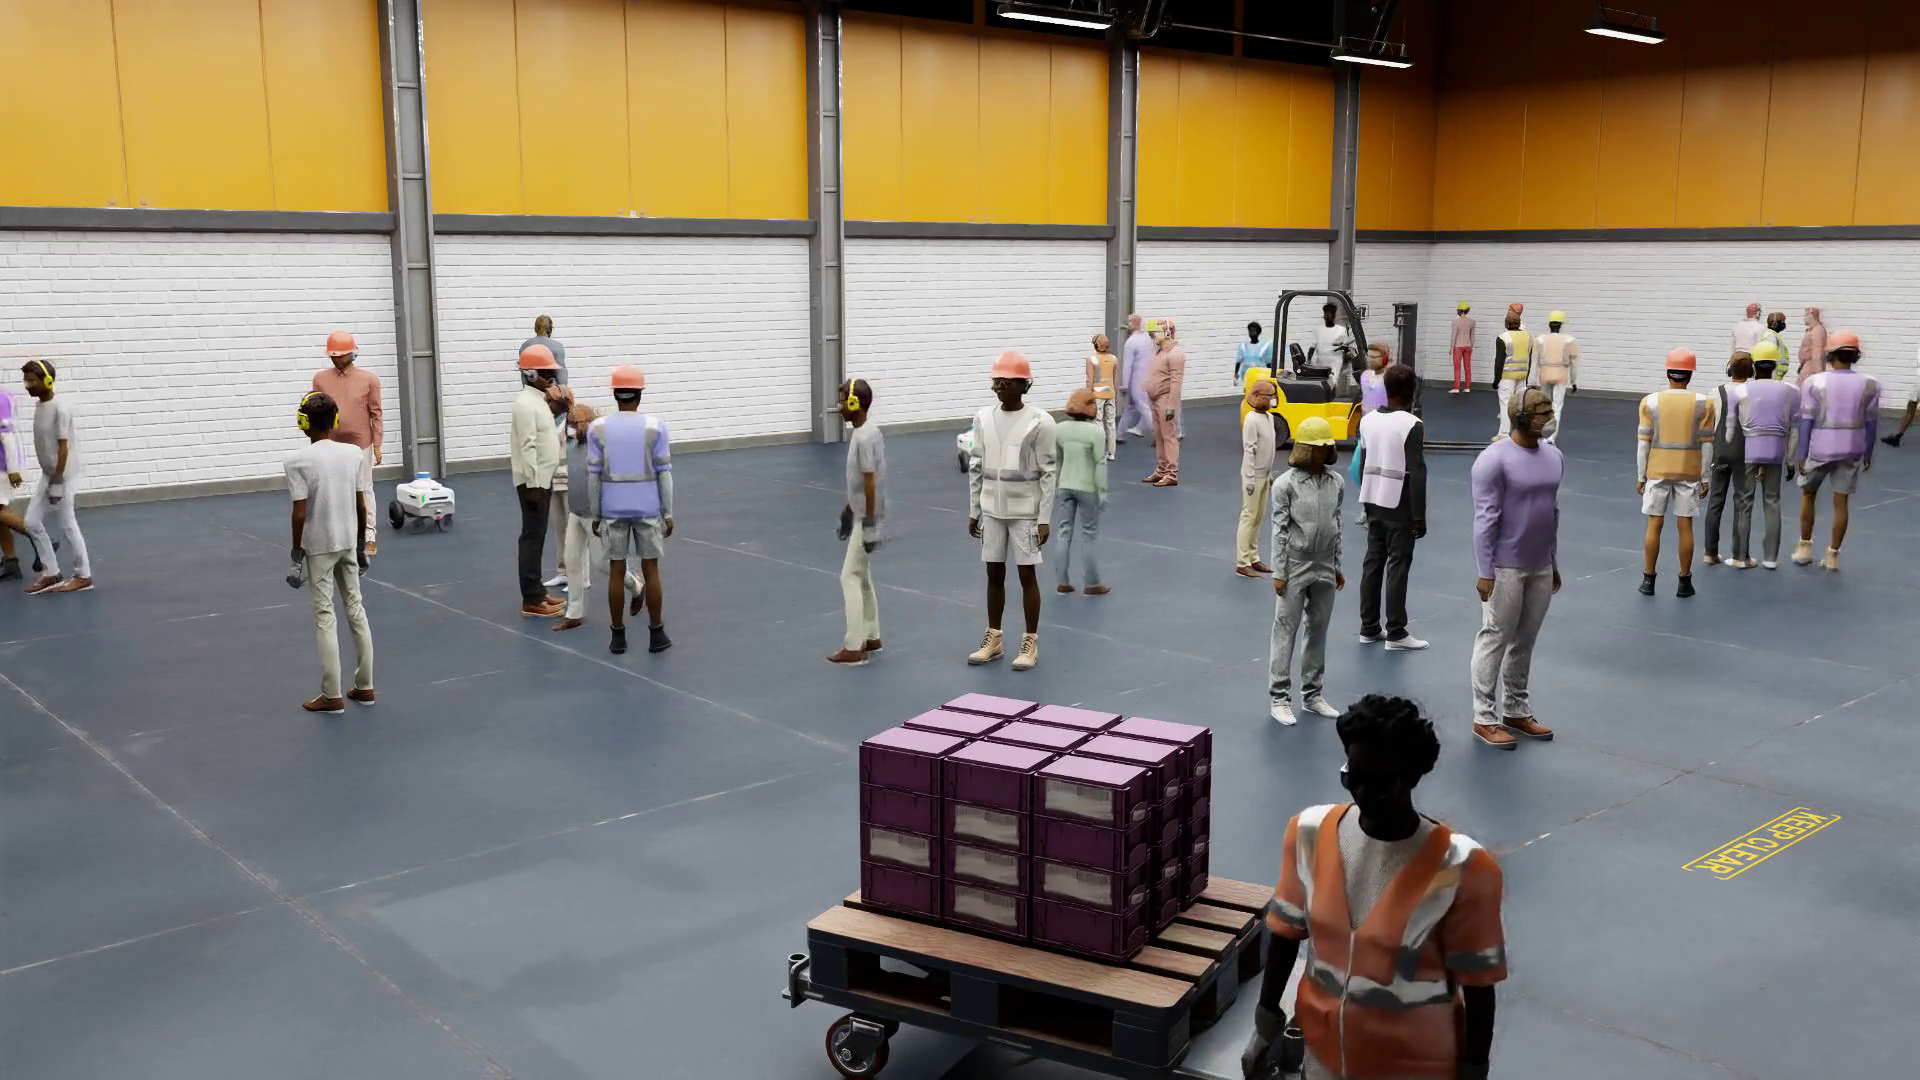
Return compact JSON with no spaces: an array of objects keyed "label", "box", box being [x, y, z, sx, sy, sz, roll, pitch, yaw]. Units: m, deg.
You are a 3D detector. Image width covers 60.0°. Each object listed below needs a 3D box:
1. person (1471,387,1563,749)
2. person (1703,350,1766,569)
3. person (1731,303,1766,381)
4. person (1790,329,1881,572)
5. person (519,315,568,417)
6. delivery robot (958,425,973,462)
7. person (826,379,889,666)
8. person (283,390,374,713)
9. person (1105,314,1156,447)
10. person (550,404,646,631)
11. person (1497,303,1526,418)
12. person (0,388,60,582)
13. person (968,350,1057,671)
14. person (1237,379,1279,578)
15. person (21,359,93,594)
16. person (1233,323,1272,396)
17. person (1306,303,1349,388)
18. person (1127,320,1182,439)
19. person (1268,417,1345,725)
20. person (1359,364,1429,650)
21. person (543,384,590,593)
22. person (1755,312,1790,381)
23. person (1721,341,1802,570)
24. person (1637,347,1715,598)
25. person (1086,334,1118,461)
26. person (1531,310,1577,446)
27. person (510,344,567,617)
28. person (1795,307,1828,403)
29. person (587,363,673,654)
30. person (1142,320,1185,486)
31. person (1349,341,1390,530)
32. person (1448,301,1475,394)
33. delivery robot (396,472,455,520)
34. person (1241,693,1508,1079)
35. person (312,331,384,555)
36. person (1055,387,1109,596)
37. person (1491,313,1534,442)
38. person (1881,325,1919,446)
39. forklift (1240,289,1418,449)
[{"label":"person","box":[3.016,0.146,8.984,0.636,1.940,0.365,-6,12,-32]},{"label":"person","box":[6.557,-0.676,14.067,0.336,1.846,0.514,-9,13,-41]},{"label":"person","box":[12.346,-2.741,25.979,0.407,1.905,0.653,-3,10,-17]},{"label":"person","box":[7.343,-0.752,13.990,0.622,2.030,0.576,3,10,15]},{"label":"person","box":[-4.988,-1.741,20.044,0.629,1.936,0.373,3,10,20]},{"label":"delivery robot","box":[0.200,-1.175,20.487,0.477,0.478,0.707,-2,10,-13]},{"label":"person","box":[-0.656,-0.121,10.857,0.380,1.838,0.549,0,10,1]},{"label":"person","box":[-3.660,0.072,9.618,0.335,1.873,0.519,7,12,36]},{"label":"person","box":[2.463,-2.210,23.071,1.037,1.848,0.656,5,11,29]},{"label":"person","box":[-2.582,-0.171,11.817,0.506,1.614,0.695,9,13,43]},{"label":"person","box":[8.917,-2.862,26.760,0.361,1.883,0.574,1,10,5]},{"label":"person","box":[-7.788,-0.602,13.467,0.595,1.900,0.588,8,13,40]},{"label":"person","box":[0.316,-0.190,10.632,0.608,2.048,0.370,6,11,30]},{"label":"person","box":[2.466,-0.512,13.723,0.271,1.632,0.503,6,11,30]},{"label":"person","box":[-7.065,-0.473,12.880,0.538,1.839,0.637,7,12,36]},{"label":"person","box":[4.378,-2.429,24.897,0.546,1.644,0.890,5,11,28]},{"label":"person","box":[5.695,-2.718,25.852,0.617,1.906,1.045,9,13,43]},{"label":"person","box":[2.800,-2.298,23.926,0.900,1.706,0.546,1,10,8]},{"label":"person","box":[1.980,0.170,9.411,0.492,1.743,0.296,-5,11,-27]},{"label":"person","box":[2.903,-0.220,11.185,0.391,1.920,0.593,-5,11,-27]},{"label":"person","box":[-3.114,-0.408,13.105,0.311,1.638,0.523,-8,13,-39]},{"label":"person","box":[11.561,-2.318,23.689,0.429,1.845,0.620,4,10,21]},{"label":"person","box":[6.720,-0.703,13.990,0.594,1.925,0.376,2,10,10]},{"label":"person","box":[5.524,-0.520,12.883,0.545,1.939,0.354,4,11,23]},{"label":"person","box":[1.809,-1.811,21.312,0.515,1.641,0.314,-7,12,-34]},{"label":"person","box":[8.231,-2.227,23.085,0.598,1.908,0.902,5,11,25]},{"label":"person","box":[-3.096,-0.438,12.240,0.395,1.994,0.612,-1,10,-6]},{"label":"person","box":[13.421,-2.714,26.002,1.002,1.857,0.622,7,12,36]},{"label":"person","box":[-2.182,-0.207,11.064,0.551,1.932,0.378,-1,10,-5]},{"label":"person","box":[2.337,-1.572,19.138,0.409,1.909,0.641,-2,10,-13]},{"label":"person","box":[4.015,-0.985,15.933,0.467,1.820,0.579,-4,11,-25]},{"label":"person","box":[9.640,-3.695,31.974,0.533,1.768,0.313,-3,10,-18]},{"label":"delivery robot","box":[-5.152,-0.412,16.024,0.477,0.478,0.707,-8,12,-38]},{"label":"person","box":[0.912,1.169,3.747,0.415,1.685,0.543,-9,14,-44]},{"label":"person","box":[-5.390,-0.842,14.632,0.611,1.985,0.393,-1,10,-4]},{"label":"person","box":[0.931,-0.374,12.925,0.505,1.632,0.281,7,12,36]},{"label":"person","box":[7.808,-2.296,23.578,0.624,1.841,0.430,-4,10,-21]},{"label":"person","box":[13.272,-2.194,22.894,0.918,1.864,0.628,0,10,0]},{"label":"forklift","box":[5.034,-2.339,22.783,2.313,2.155,1.214,3,10,16]}]
